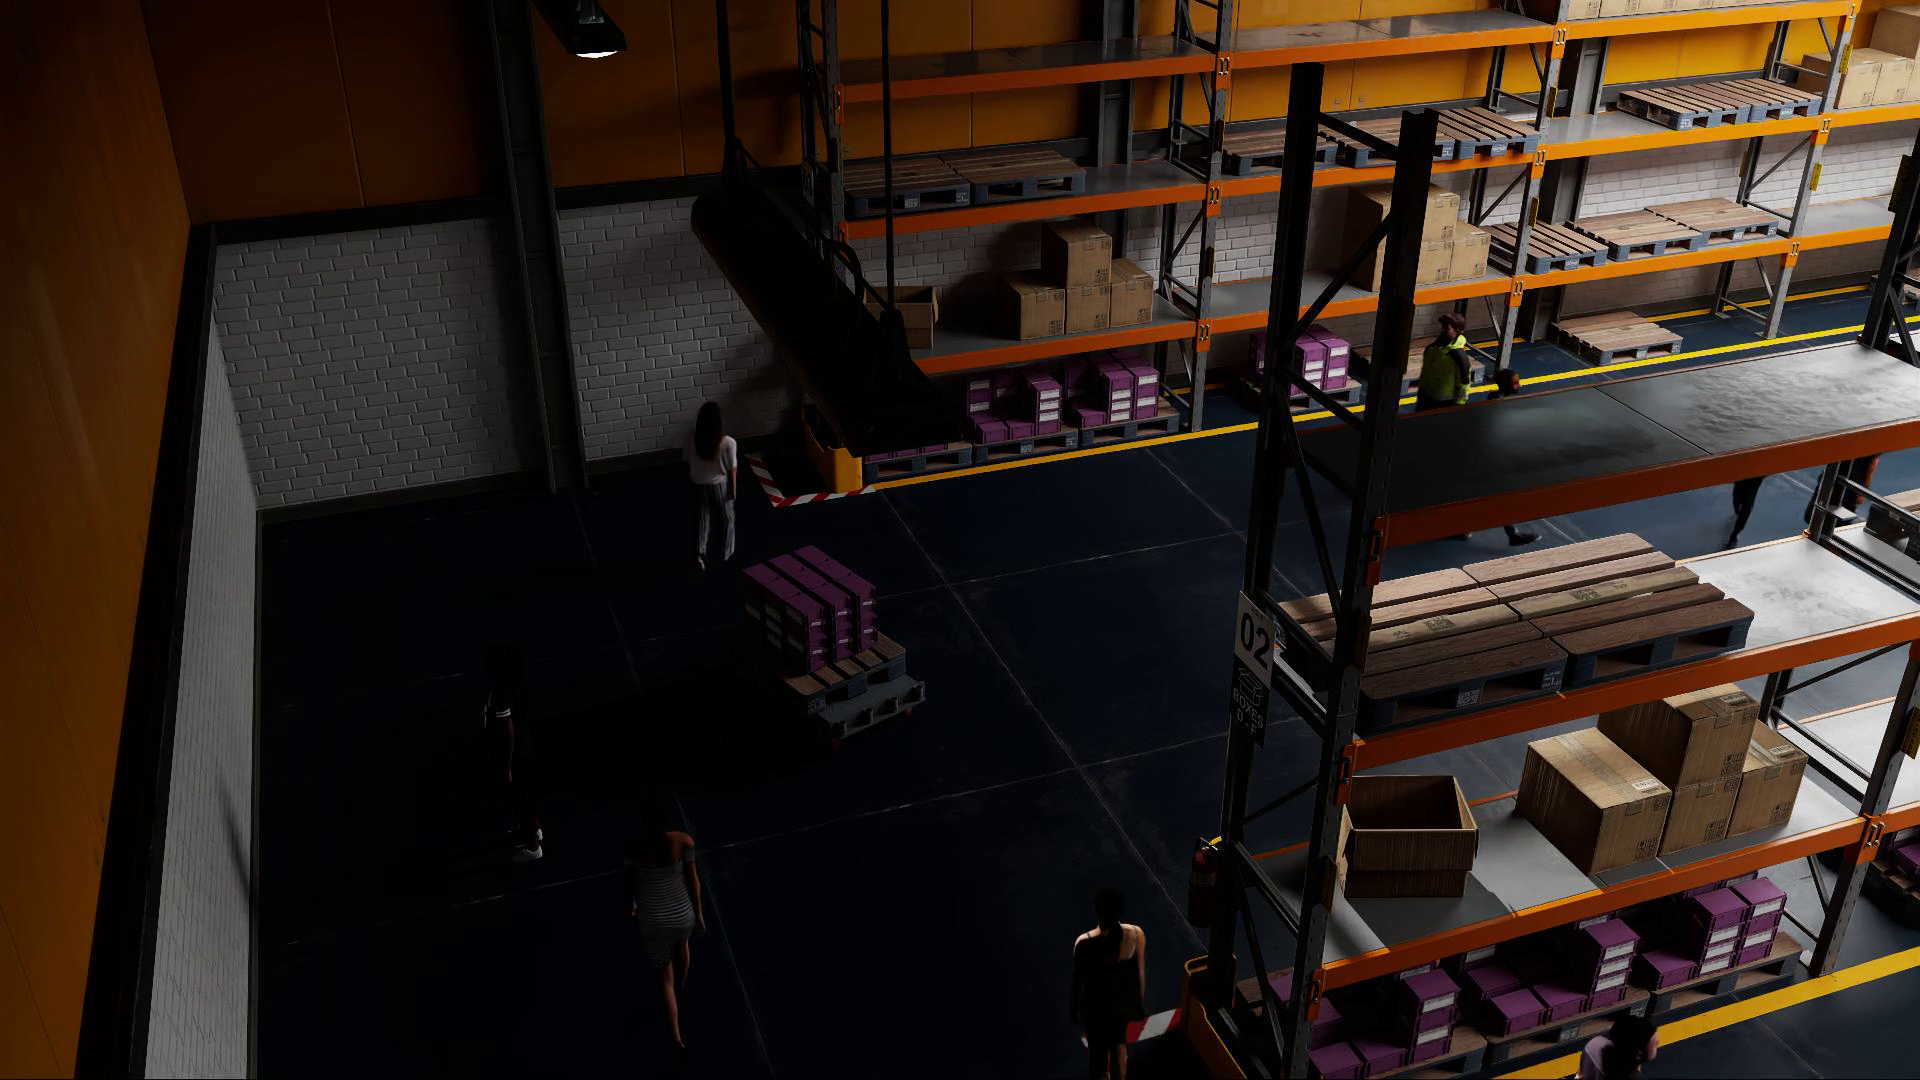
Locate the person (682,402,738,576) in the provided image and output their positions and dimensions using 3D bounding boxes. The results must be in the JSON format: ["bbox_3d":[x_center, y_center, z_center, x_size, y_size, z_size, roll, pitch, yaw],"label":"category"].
[{"bbox_3d":[-2.308,-0.461,15.253,1.050,1.663,0.990,3,29,5],"label":"person"}]

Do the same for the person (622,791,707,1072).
[{"bbox_3d":[-1.749,2.365,9.955,0.994,1.775,0.706,-7,29,-13],"label":"person"}]

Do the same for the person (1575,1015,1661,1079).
[{"bbox_3d":[3.167,3.163,8.463,1.267,1.804,0.954,-1,29,-2],"label":"person"}]

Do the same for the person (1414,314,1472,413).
[{"bbox_3d":[4.780,-1.325,16.504,0.660,1.983,0.784,-13,31,-22],"label":"person"}]

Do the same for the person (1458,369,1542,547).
[{"bbox_3d":[4.902,-0.783,15.728,1.245,1.774,1.076,7,29,12],"label":"person"}]

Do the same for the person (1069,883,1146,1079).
[{"bbox_3d":[0.864,2.704,9.393,0.617,1.718,0.690,-6,29,-10],"label":"person"}]

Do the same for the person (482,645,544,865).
[{"bbox_3d":[-3.134,1.475,11.636,0.639,1.729,0.658,-4,29,-7],"label":"person"}]
